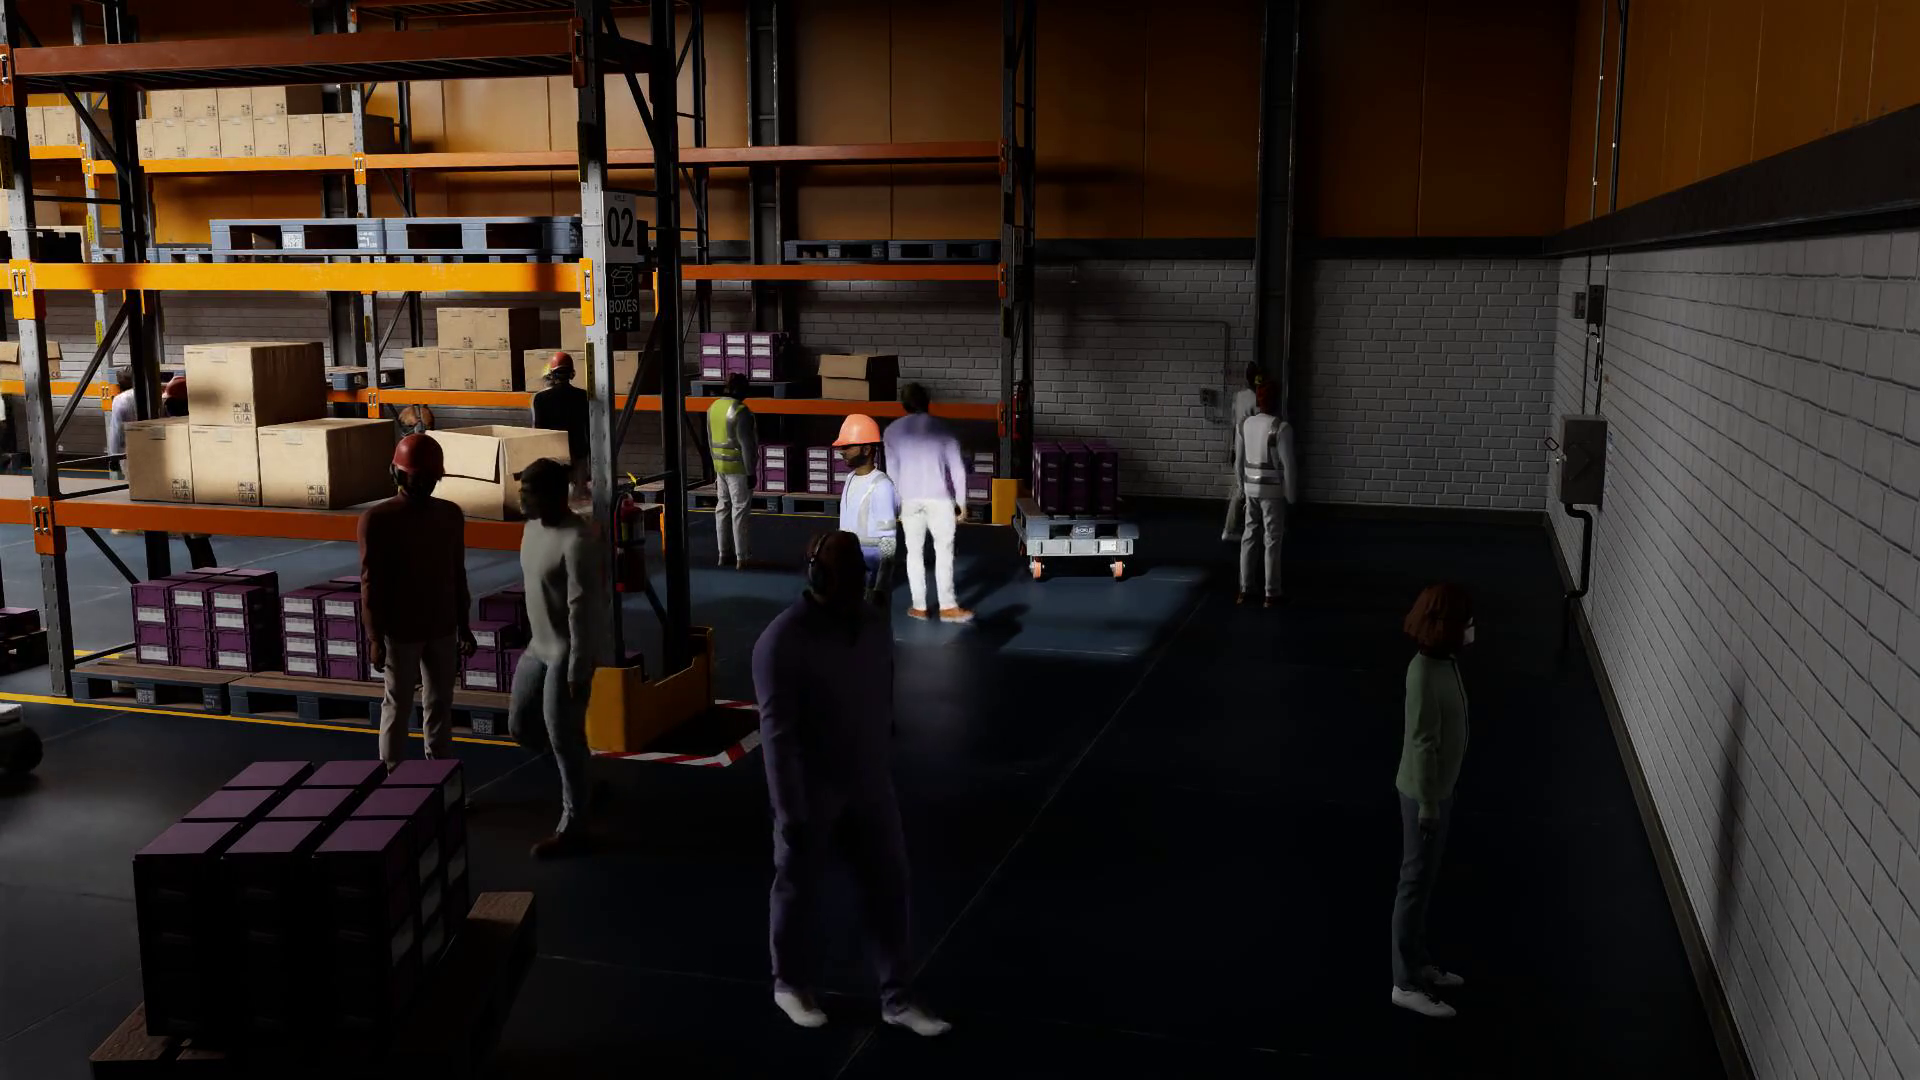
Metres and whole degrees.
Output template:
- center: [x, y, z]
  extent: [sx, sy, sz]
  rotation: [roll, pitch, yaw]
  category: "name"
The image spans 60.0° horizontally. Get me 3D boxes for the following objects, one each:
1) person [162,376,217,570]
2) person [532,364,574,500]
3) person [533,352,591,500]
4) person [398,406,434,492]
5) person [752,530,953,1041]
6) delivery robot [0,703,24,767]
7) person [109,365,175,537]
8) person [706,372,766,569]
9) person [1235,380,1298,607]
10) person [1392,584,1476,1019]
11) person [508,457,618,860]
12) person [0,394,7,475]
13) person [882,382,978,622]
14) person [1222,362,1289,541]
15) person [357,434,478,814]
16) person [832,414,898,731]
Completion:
- center: [-6.207, -0.348, 13.398]
  extent: [0.354, 1.942, 0.545]
  rotation: [-8, 12, -39]
  category: "person"
- center: [-4.236, -0.990, 17.668]
  extent: [0.647, 1.818, 0.448]
  rotation: [5, 11, 30]
  category: "person"
- center: [-3.821, -0.818, 16.100]
  extent: [0.623, 1.992, 0.392]
  rotation: [-5, 11, -30]
  category: "person"
- center: [-3.806, -0.042, 11.876]
  extent: [0.429, 1.836, 0.626]
  rotation: [-2, 10, -13]
  category: "person"
- center: [-0.393, 0.902, 5.981]
  extent: [0.669, 1.871, 0.867]
  rotation: [-9, 13, -44]
  category: "person"
- center: [-5.496, 1.011, 9.044]
  extent: [0.707, 0.478, 0.477]
  rotation: [1, 9, 8]
  category: "delivery robot"
- center: [-8.478, -0.908, 17.220]
  extent: [0.866, 1.811, 0.633]
  rotation: [2, 9, 10]
  category: "person"
- center: [-2.089, -0.650, 15.557]
  extent: [0.430, 1.842, 0.619]
  rotation: [-8, 12, -41]
  category: "person"
- center: [2.544, -0.376, 13.771]
  extent: [0.404, 1.881, 0.623]
  rotation: [-8, 12, -40]
  category: "person"
- center: [1.802, 0.968, 6.317]
  extent: [0.281, 1.633, 0.500]
  rotation: [4, 10, 22]
  category: "person"
- center: [-1.911, 0.559, 7.923]
  extent: [0.443, 1.923, 0.640]
  rotation: [-7, 12, -38]
  category: "person"
- center: [-11.626, -1.389, 19.747]
  extent: [0.789, 1.942, 0.462]
  rotation: [-3, 10, -17]
  category: "person"
- center: [-0.227, -0.297, 13.249]
  extent: [0.801, 1.908, 0.346]
  rotation: [3, 10, 17]
  category: "person"
- center: [3.093, -0.896, 17.059]
  extent: [0.884, 1.831, 0.542]
  rotation: [-2, 10, -13]
  category: "person"
- center: [-2.717, 0.450, 8.401]
  extent: [0.393, 1.985, 0.611]
  rotation: [7, 12, 37]
  category: "person"
- center: [-0.589, 0.208, 10.023]
  extent: [0.356, 1.937, 0.552]
  rotation: [-5, 11, -30]
  category: "person"
